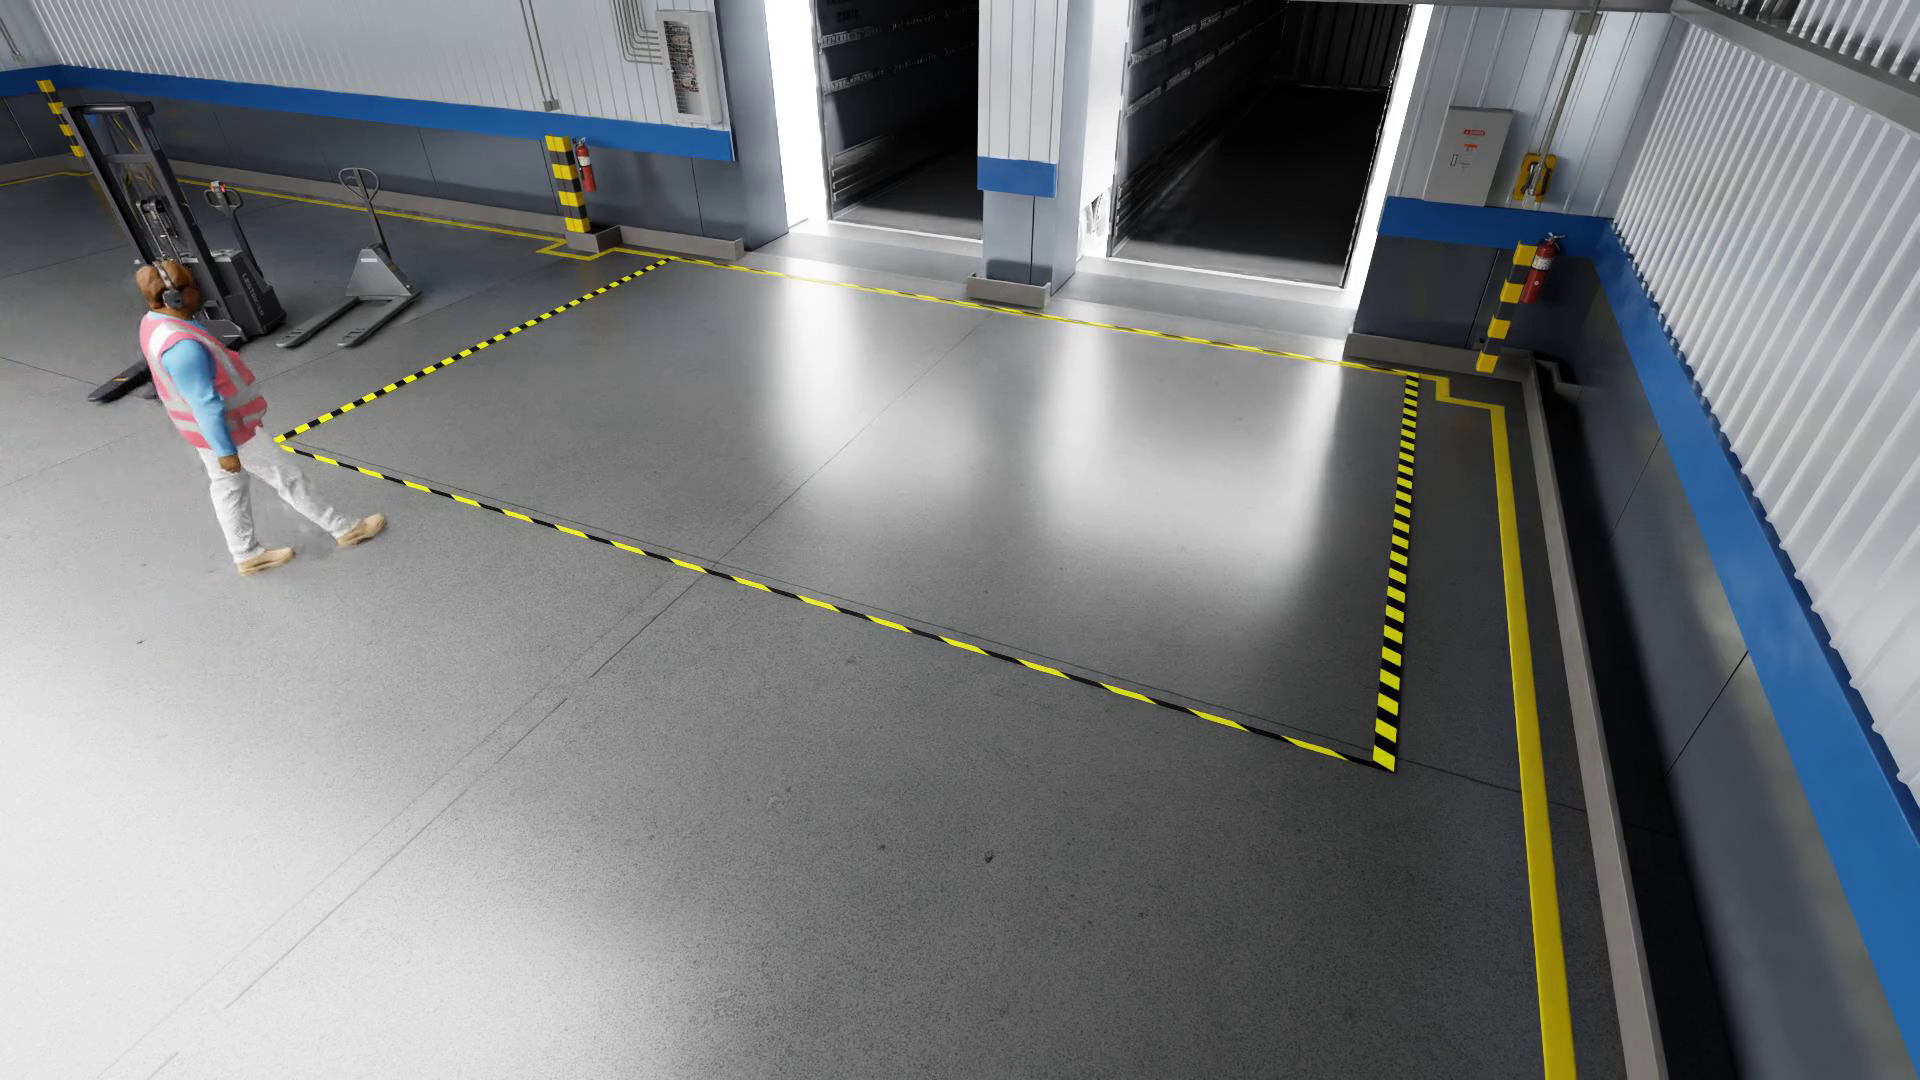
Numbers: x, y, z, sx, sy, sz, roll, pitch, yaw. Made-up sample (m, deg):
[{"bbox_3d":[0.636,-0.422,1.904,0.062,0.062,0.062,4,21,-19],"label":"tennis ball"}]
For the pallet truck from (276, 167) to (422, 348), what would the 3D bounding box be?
[{"bbox_3d":[-5.732,-2.611,8.414,0.680,1.201,1.601,-1,35,-1],"label":"pallet truck"}]

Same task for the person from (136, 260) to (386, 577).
[{"bbox_3d":[-3.976,-0.675,5.145,0.659,1.807,0.798,28,44,34],"label":"person"}]

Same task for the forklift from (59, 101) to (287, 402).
[{"bbox_3d":[-6.686,-2.387,7.434,0.823,1.965,1.885,-3,35,-5],"label":"forklift"}]
